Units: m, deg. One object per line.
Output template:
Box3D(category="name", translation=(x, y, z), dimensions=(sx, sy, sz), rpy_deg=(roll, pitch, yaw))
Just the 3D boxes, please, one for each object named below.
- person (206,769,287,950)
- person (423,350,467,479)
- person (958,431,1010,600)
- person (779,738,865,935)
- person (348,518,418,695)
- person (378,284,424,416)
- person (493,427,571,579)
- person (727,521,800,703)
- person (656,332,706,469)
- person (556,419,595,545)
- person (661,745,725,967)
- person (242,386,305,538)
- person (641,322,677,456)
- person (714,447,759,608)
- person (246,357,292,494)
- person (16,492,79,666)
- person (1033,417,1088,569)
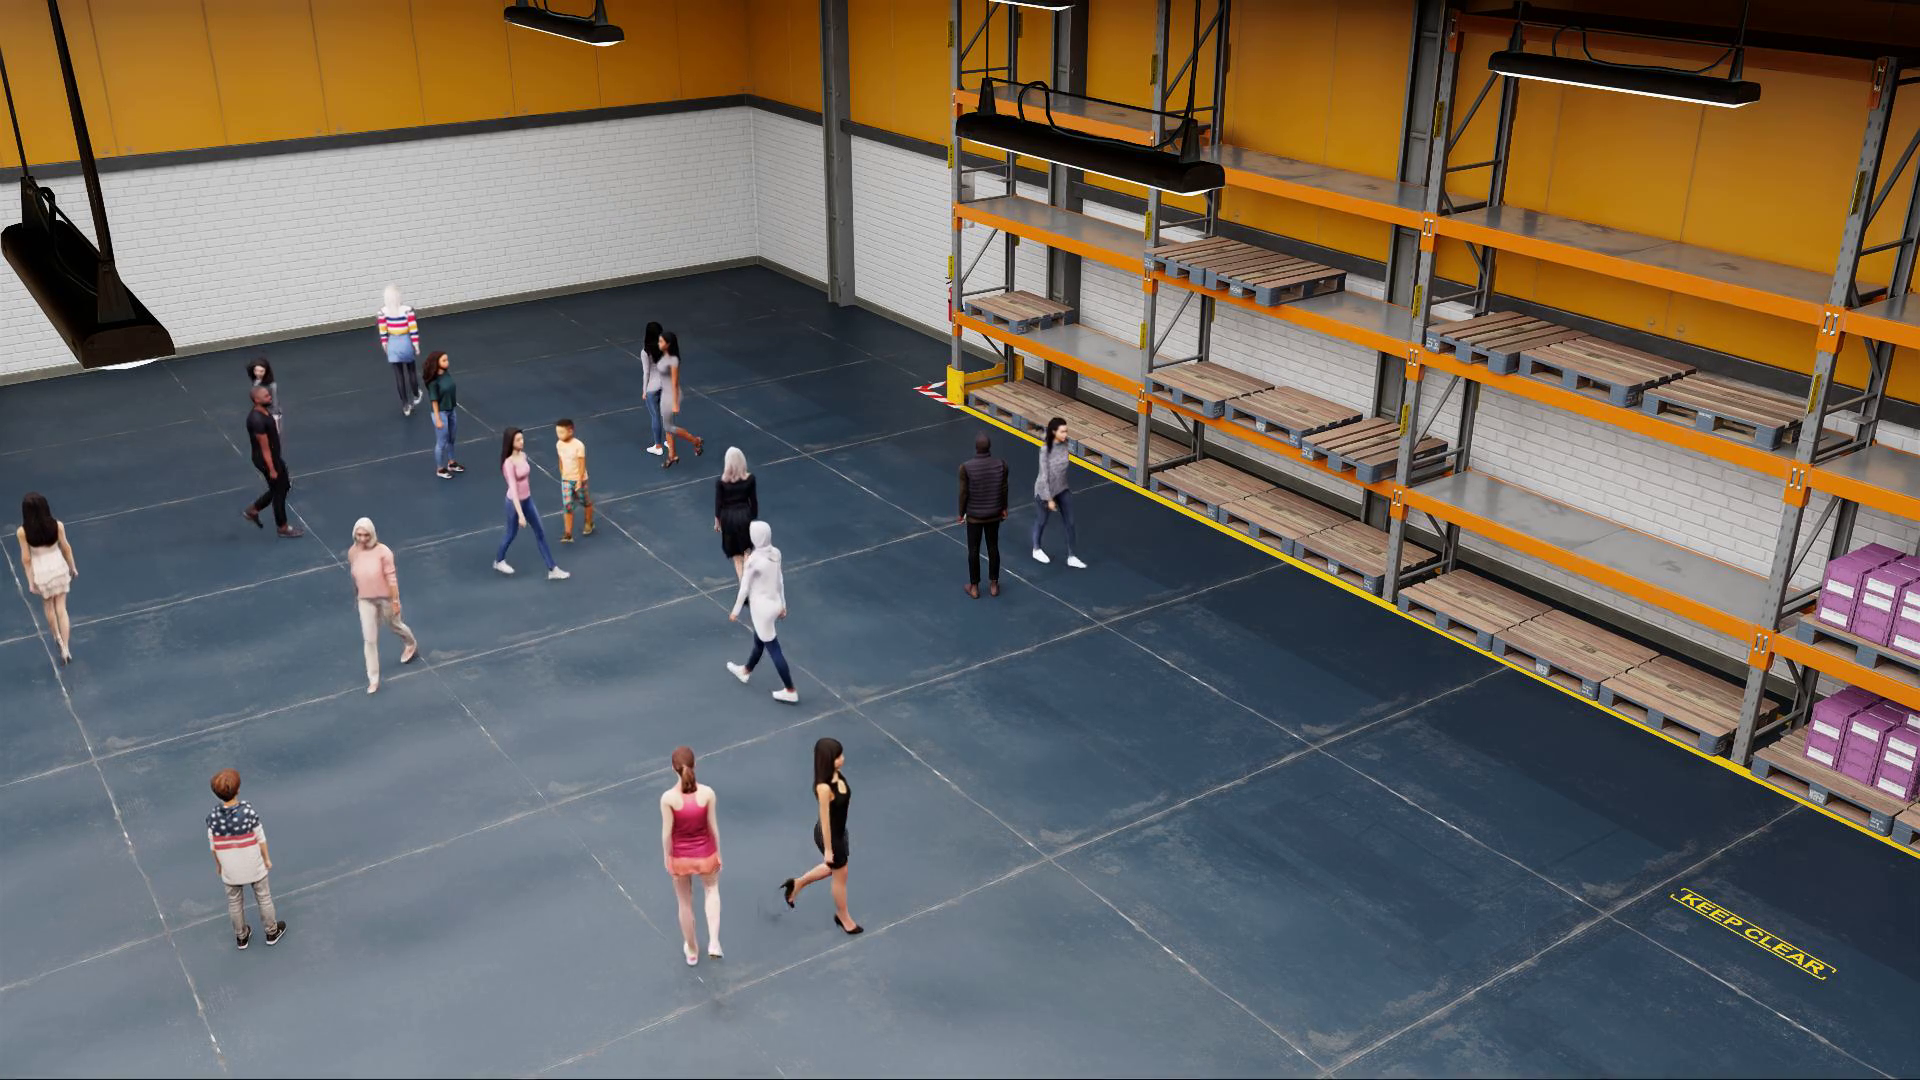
Box3D(category="person", translation=(-5.185, 2.289, 11.996), dimensions=(0.584, 1.439, 0.581), rpy_deg=(-5, 24, -11))
Box3D(category="person", translation=(-6.408, -1.575, 20.618), dimensions=(0.747, 1.613, 0.701), rpy_deg=(7, 25, 17))
Box3D(category="person", translation=(0.242, -0.274, 17.365), dimensions=(0.764, 1.834, 0.711), rpy_deg=(-6, 24, -13))
Box3D(category="person", translation=(-1.003, 2.153, 12.064), dimensions=(0.948, 1.634, 0.885), rpy_deg=(4, 24, 10))
Box3D(category="person", translation=(-5.459, 0.524, 15.733), dimensions=(1.083, 1.681, 1.212), rpy_deg=(3, 24, 7))
Box3D(category="person", translation=(-7.650, -2.584, 22.708), dimensions=(0.902, 1.788, 1.053), rpy_deg=(-4, 24, -9))
Box3D(category="person", translation=(-4.772, -0.368, 17.755), dimensions=(1.203, 1.694, 1.059), rpy_deg=(7, 25, 15))
Box3D(category="person", translation=(-1.713, 0.705, 15.250), dimensions=(1.169, 1.735, 0.936), rpy_deg=(12, 26, 26))
Box3D(category="person", translation=(-3.530, -1.745, 20.815), dimensions=(0.737, 1.768, 0.794), rpy_deg=(-10, 25, -21))
Box3D(category="person", translation=(-4.327, -0.700, 18.855), dimensions=(0.929, 1.423, 0.983), rpy_deg=(4, 24, 10))
Box3D(category="person", translation=(-1.870, 2.269, 11.663), dimensions=(0.680, 1.742, 0.793), rpy_deg=(-7, 24, -15))
Box3D(category="person", translation=(-7.869, -0.856, 18.736), dimensions=(0.931, 1.803, 0.940), rpy_deg=(-5, 24, -10))
Box3D(category="person", translation=(-3.871, -1.958, 21.342), dimensions=(0.586, 1.736, 0.649), rpy_deg=(21, 31, 39))
Box3D(category="person", translation=(-2.265, -0.106, 17.107), dimensions=(0.648, 1.734, 0.751), rpy_deg=(-10, 26, -22))
Box3D(category="person", translation=(-8.340, -1.421, 20.126), dimensions=(0.909, 1.726, 0.631), rpy_deg=(-18, 29, -35))
Box3D(category="person", translation=(-8.735, 0.395, 15.987), dimensions=(0.615, 1.713, 0.792), rpy_deg=(-14, 27, -28))
Box3D(category="person", translation=(0.940, -0.544, 18.148), dimensions=(0.627, 1.704, 0.944), rpy_deg=(-17, 29, -33))
